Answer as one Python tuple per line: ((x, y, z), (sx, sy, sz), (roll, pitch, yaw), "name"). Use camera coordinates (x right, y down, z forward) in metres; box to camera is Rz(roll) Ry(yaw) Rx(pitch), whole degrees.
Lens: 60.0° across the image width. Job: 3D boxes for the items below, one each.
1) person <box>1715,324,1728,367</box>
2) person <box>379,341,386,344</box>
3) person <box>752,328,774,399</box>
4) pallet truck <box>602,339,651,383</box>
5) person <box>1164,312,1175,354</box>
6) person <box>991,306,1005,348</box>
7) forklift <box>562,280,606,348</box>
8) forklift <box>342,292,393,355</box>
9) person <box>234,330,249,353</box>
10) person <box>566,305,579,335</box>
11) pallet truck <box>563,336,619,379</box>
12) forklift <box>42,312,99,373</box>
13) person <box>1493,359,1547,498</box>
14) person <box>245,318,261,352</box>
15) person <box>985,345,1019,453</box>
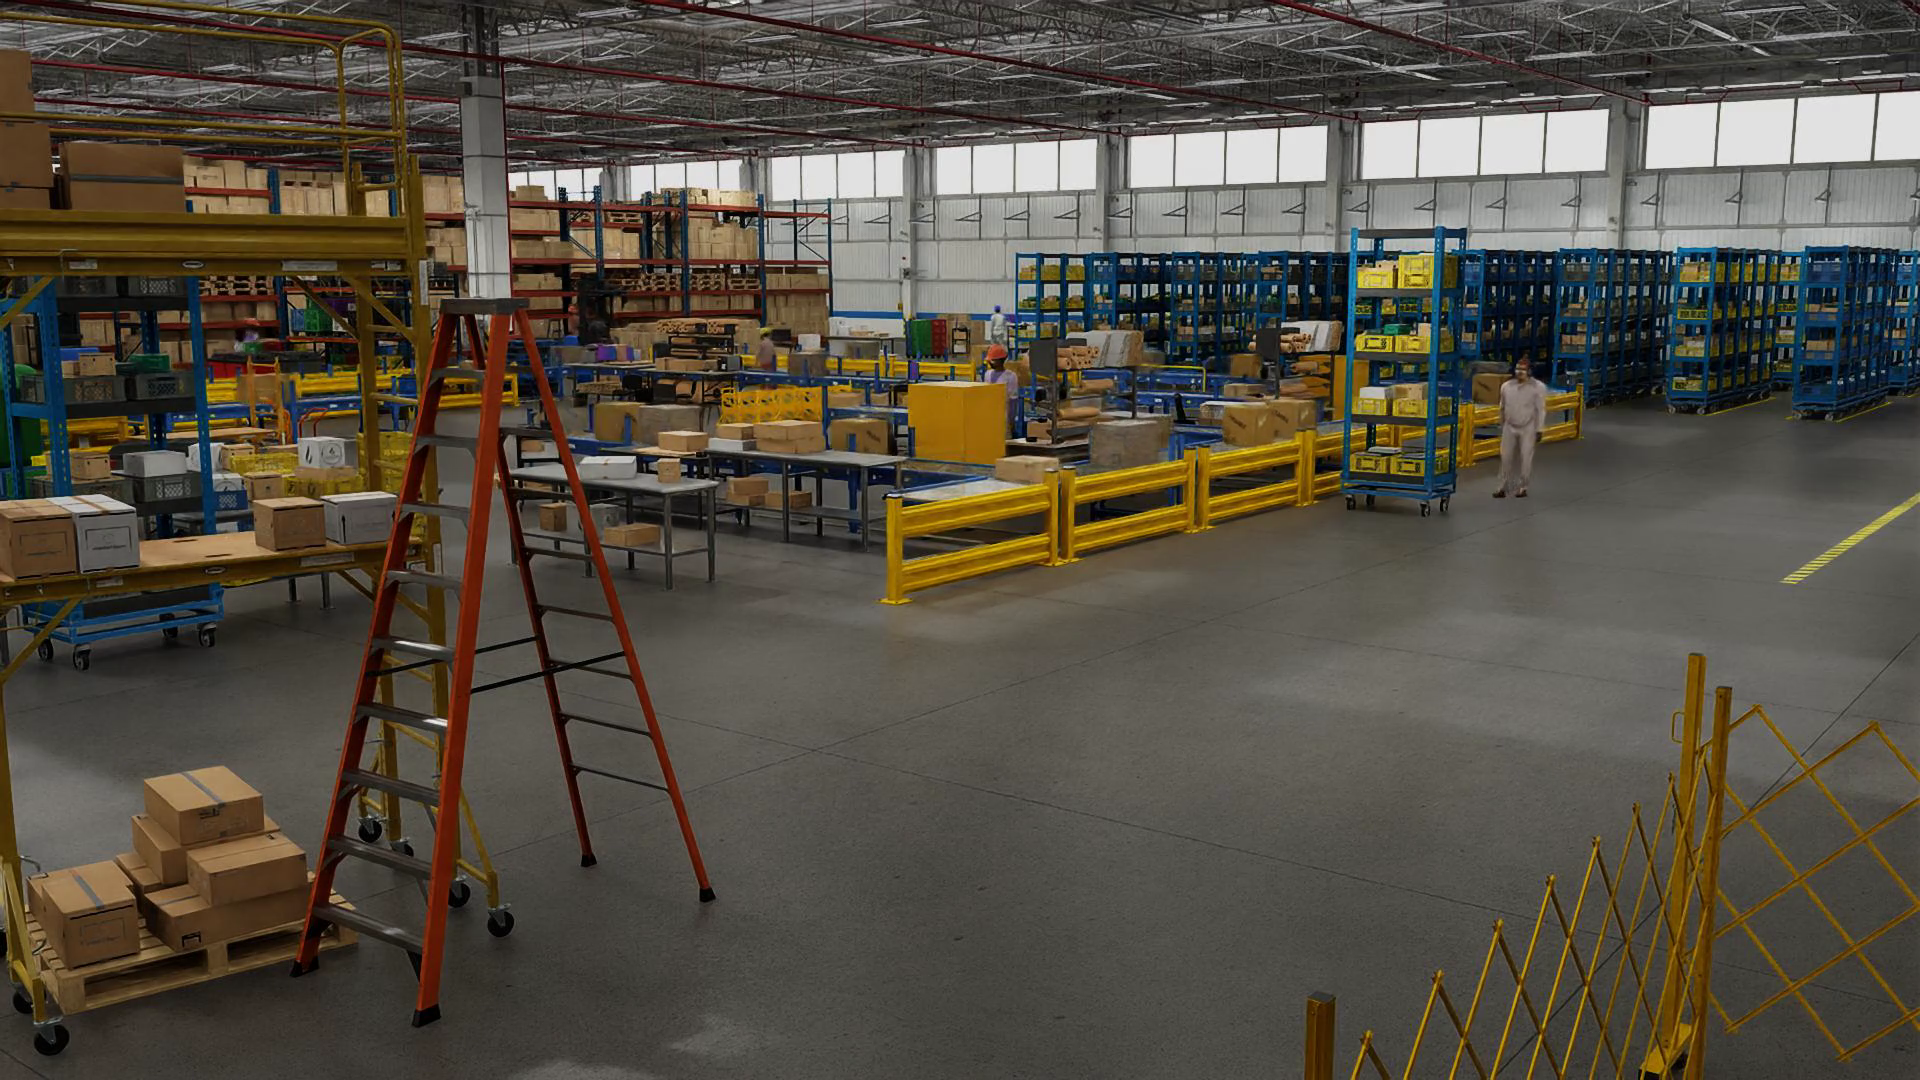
((19.685, -4.785, 43.109), (0.389, 1.847, 0.567), (7, 11, 37), "person")
((-17.629, -5.895, 50.322), (0.518, 1.756, 0.348), (-7, 11, -37), "person")
((-4.766, -4.233, 40.028), (0.861, 1.727, 0.540), (5, 10, 28), "person")
((-8.991, -4.871, 45.351), (0.653, 1.274, 1.630), (7, 11, 37), "pallet truck")
((6.813, -6.537, 54.208), (0.593, 1.802, 0.850), (4, 10, 23), "person")
((1.296, -7.348, 58.961), (0.629, 1.891, 0.987), (-4, 10, -23), "person")
((-11.548, -6.755, 52.188), (1.873, 2.768, 1.129), (7, 11, 37), "forklift")
((-16.485, -5.622, 45.120), (1.129, 2.768, 1.873), (7, 11, 37), "forklift")
((-17.799, -4.387, 41.240), (0.546, 1.644, 0.892), (6, 11, 34), "person")
((-13.135, -7.015, 56.655), (0.629, 1.969, 0.696), (6, 11, 34), "person")
((-10.690, -5.294, 48.215), (1.601, 1.201, 0.680), (-5, 10, -26), "pallet truck")
((-23.779, -5.451, 44.052), (1.873, 2.768, 1.129), (7, 11, 36), "forklift")
((7.516, -1.478, 22.373), (0.653, 1.873, 0.859), (6, 11, 32), "person")
((-18.011, -4.730, 42.642), (0.985, 1.883, 0.549), (0, 9, -1), "person")
((0.534, -1.732, 23.467), (0.605, 2.037, 0.394), (9, 13, 43), "person")
